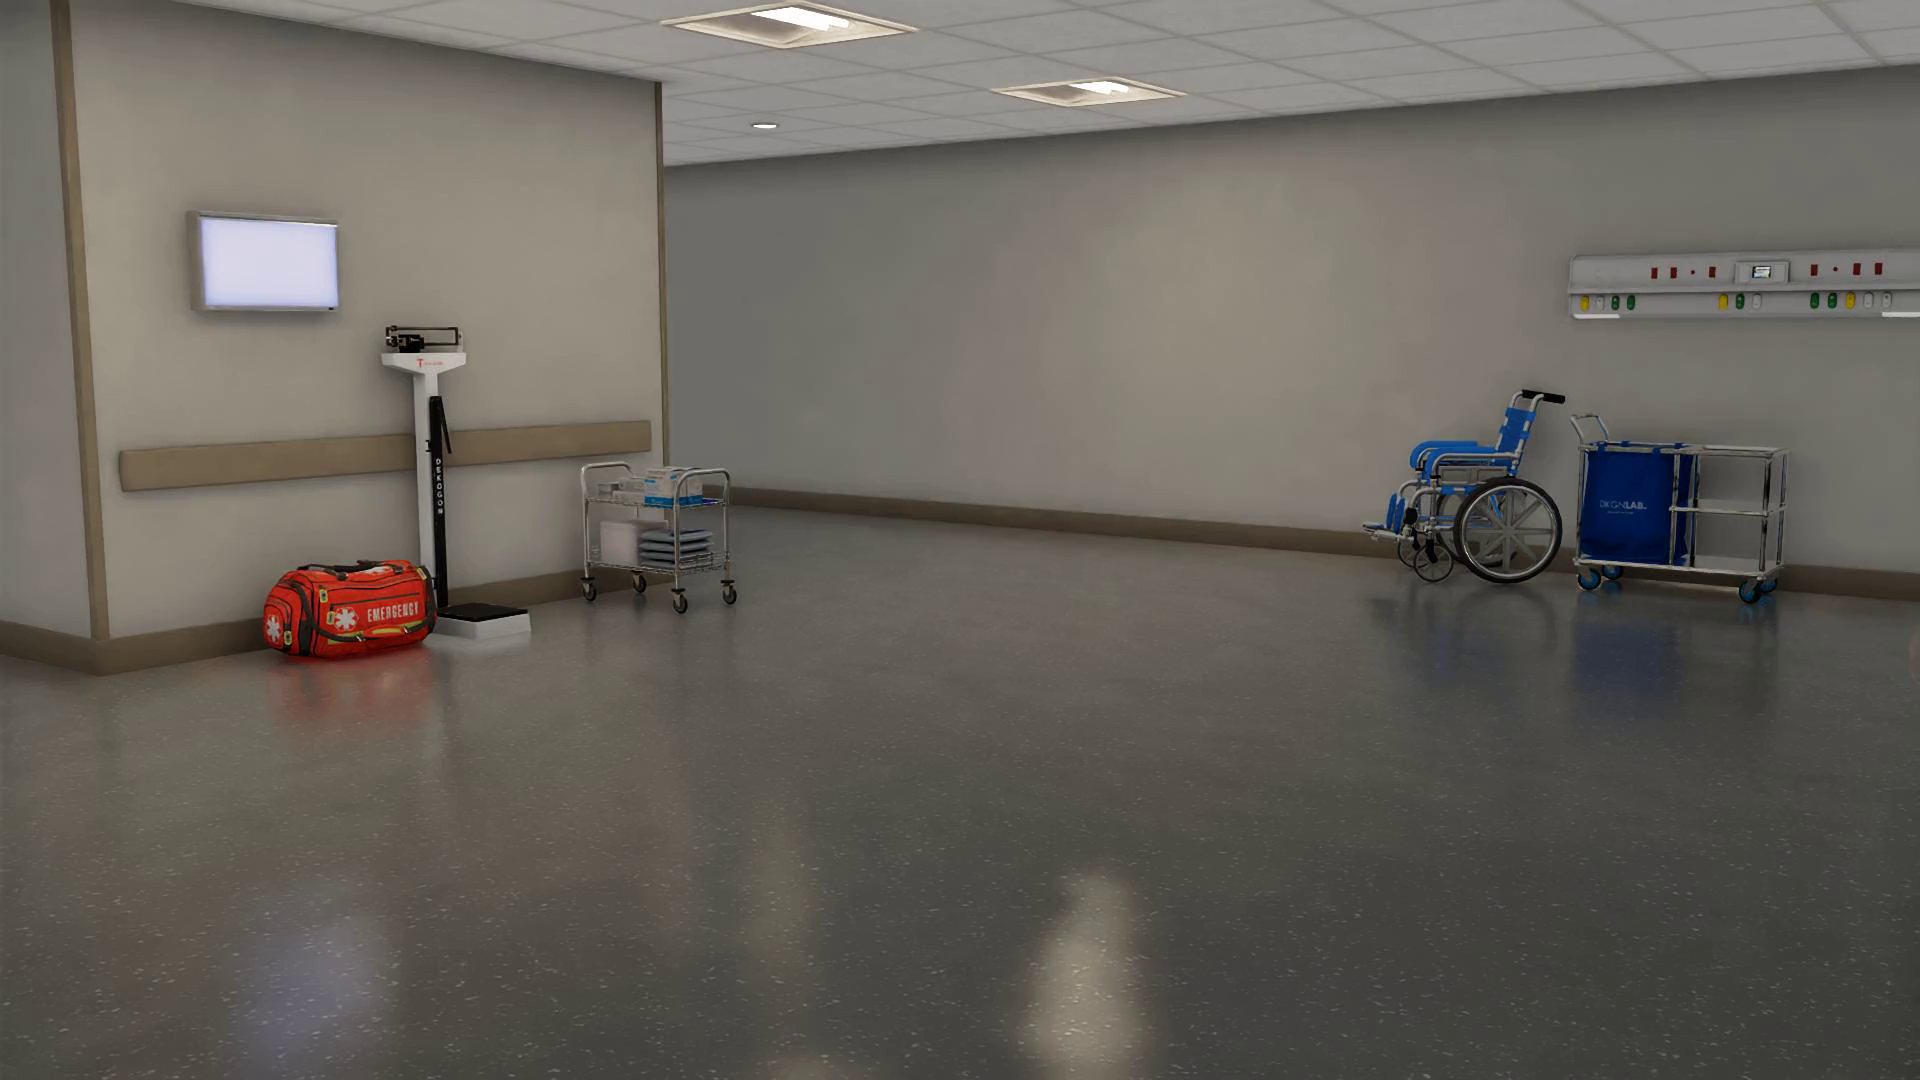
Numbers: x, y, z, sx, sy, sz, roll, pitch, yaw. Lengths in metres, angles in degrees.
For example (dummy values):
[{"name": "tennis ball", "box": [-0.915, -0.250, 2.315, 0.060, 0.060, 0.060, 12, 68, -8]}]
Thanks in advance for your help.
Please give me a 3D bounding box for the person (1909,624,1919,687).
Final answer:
[{"name": "person", "box": [3.135, 0.100, 5.009, 0.367, 1.613, 0.546, 0, 7, -1]}]
